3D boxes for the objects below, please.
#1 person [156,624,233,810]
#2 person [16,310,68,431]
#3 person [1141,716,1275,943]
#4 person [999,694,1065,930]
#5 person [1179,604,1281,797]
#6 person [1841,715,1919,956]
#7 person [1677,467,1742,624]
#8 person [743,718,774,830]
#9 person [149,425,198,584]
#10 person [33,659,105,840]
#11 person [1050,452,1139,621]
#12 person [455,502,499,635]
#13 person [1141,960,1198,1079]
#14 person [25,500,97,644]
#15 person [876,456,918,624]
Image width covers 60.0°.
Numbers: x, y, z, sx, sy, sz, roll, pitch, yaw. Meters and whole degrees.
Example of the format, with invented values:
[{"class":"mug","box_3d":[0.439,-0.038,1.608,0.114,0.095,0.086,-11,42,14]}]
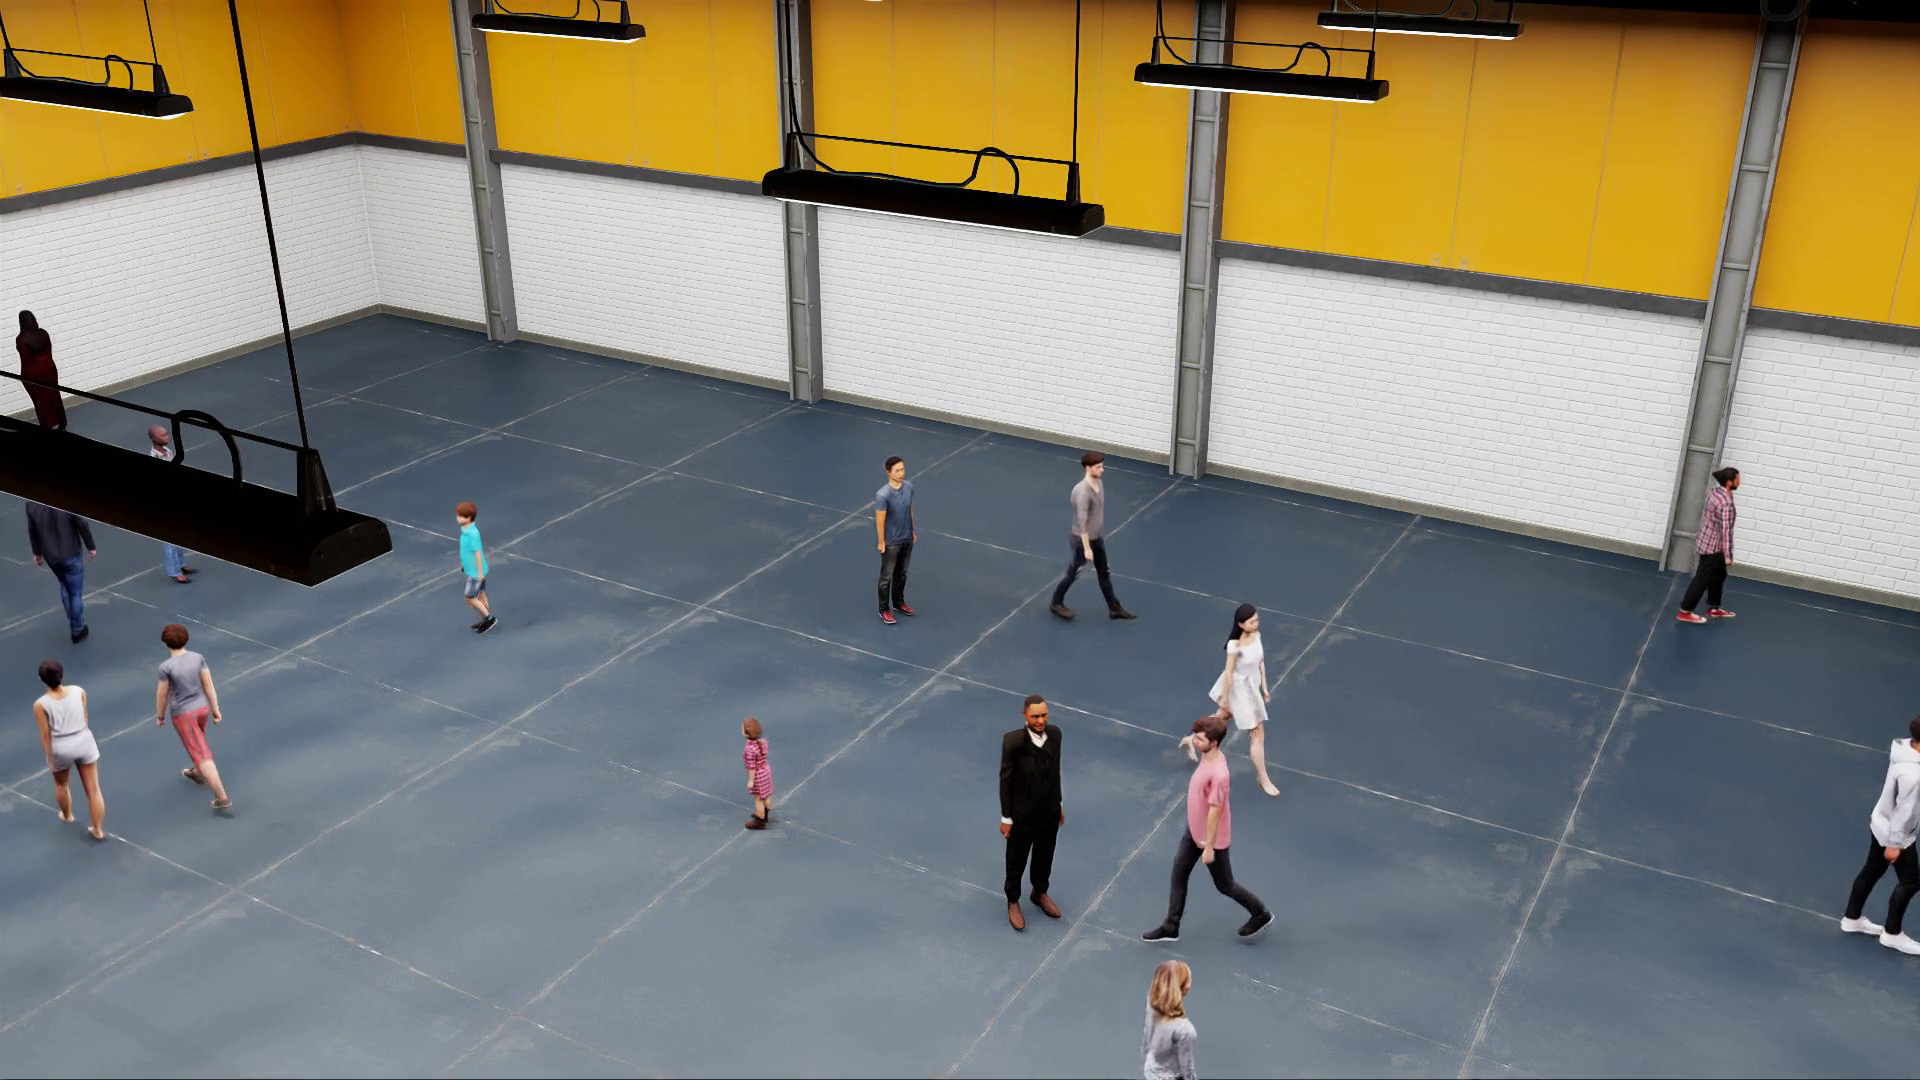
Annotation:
[{"class":"person","box_3d":[-6.463,1.532,14.076,1.135,1.611,0.637,16,28,32]},{"class":"person","box_3d":[-12.484,-2.265,22.580,0.666,1.758,0.709,7,25,16]},{"class":"person","box_3d":[1.936,2.177,12.226,1.278,1.913,1.166,-5,24,-10]},{"class":"person","box_3d":[0.547,2.020,12.594,0.791,1.905,0.810,-11,26,-24]},{"class":"person","box_3d":[2.343,1.339,14.386,1.269,1.717,0.705,17,29,34]},{"class":"person","box_3d":[6.838,2.131,12.330,0.812,1.912,0.753,11,26,23]},{"class":"person","box_3d":[7.742,0.062,17.275,0.963,1.744,0.866,5,24,10]},{"class":"person","box_3d":[-1.689,1.939,13.882,0.488,1.022,0.460,7,25,17]},{"class":"person","box_3d":[-8.706,-0.413,18.298,0.756,1.794,0.718,-4,24,-9]},{"class":"person","box_3d":[-7.243,1.742,13.620,0.724,1.592,0.917,-19,30,-37]},{"class":"person","box_3d":[1.237,-0.007,17.297,1.158,1.852,0.706,13,27,28]},{"class":"person","box_3d":[-4.947,0.265,17.188,0.673,1.441,0.596,-11,26,-24]},{"class":"person","box_3d":[1.133,3.281,9.888,1.138,1.761,1.092,-7,24,-15]},{"class":"person","box_3d":[-9.123,0.179,16.847,0.903,1.871,0.965,-3,24,-6]},{"class":"person","box_3d":[-0.675,-0.030,17.404,0.629,1.809,0.707,21,32,40]}]
